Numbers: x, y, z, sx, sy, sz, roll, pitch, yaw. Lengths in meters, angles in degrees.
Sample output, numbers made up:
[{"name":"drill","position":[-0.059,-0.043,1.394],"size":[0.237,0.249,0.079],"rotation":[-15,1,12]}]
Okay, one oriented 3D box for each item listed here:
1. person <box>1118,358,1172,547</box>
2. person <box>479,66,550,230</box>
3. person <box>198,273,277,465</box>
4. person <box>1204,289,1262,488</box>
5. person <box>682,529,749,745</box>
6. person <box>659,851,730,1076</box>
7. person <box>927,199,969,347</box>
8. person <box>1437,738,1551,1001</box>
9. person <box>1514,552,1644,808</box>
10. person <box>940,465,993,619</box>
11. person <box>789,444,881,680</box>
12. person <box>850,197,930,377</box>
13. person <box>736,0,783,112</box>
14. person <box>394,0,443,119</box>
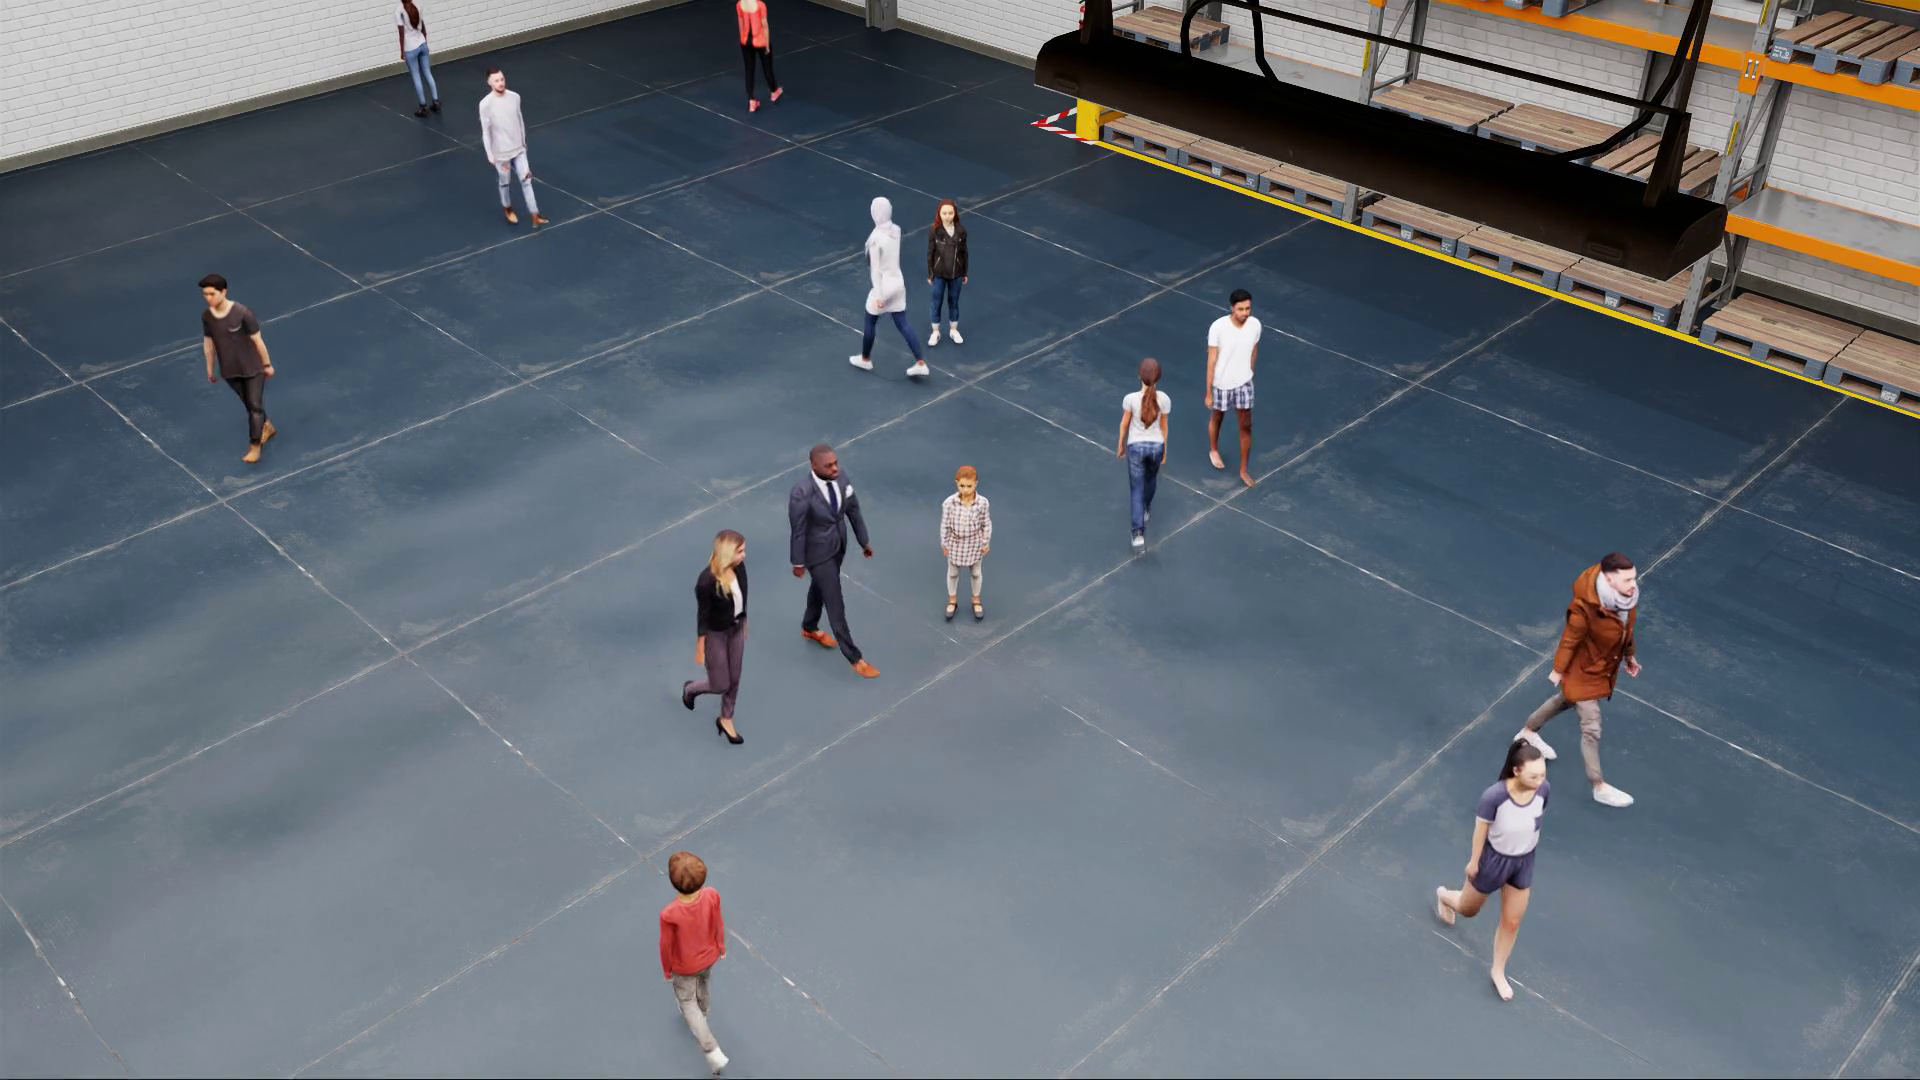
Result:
[{"name":"person","position":[1.473,-0.671,13.189],"size":[1.011,1.526,1.050],"rotation":[0,34,0]},{"name":"person","position":[-5.082,-4.375,18.514],"size":[0.773,1.800,1.102],"rotation":[-25,41,-33]},{"name":"person","position":[-6.176,-1.554,14.374],"size":[1.027,1.685,1.038],"rotation":[4,34,6]},{"name":"person","position":[2.261,-1.367,14.073],"size":[0.922,1.707,1.021],"rotation":[-6,34,-8]},{"name":"person","position":[-1.657,0.640,11.114],"size":[0.851,1.640,0.749],"rotation":[23,40,31]},{"name":"person","position":[-1.397,2.260,8.895],"size":[0.602,1.397,0.894],"rotation":[-22,39,-29]},{"name":"person","position":[-0.127,-2.613,16.149],"size":[0.643,1.483,0.675],"rotation":[-5,34,-8]},{"name":"person","position":[3.014,1.783,9.405],"size":[0.928,1.627,1.068],"rotation":[-7,34,-10]},{"name":"person","position":[3.973,0.803,10.739],"size":[0.686,1.782,1.110],"rotation":[-28,43,-36]},{"name":"person","position":[0.040,-0.001,12.377],"size":[0.598,1.310,0.660],"rotation":[0,34,0]},{"name":"person","position":[-1.031,0.063,11.845],"size":[1.137,1.791,0.822],"rotation":[21,39,28]},{"name":"person","position":[-0.599,-2.296,15.441],"size":[1.090,1.739,0.663],"rotation":[24,40,31]},{"name":"person","position":[-2.716,-6.445,21.744],"size":[0.976,1.672,0.941],"rotation":[10,35,15]},{"name":"person","position":[-7.069,-6.372,21.591],"size":[0.562,1.720,0.619],"rotation":[22,39,29]}]
